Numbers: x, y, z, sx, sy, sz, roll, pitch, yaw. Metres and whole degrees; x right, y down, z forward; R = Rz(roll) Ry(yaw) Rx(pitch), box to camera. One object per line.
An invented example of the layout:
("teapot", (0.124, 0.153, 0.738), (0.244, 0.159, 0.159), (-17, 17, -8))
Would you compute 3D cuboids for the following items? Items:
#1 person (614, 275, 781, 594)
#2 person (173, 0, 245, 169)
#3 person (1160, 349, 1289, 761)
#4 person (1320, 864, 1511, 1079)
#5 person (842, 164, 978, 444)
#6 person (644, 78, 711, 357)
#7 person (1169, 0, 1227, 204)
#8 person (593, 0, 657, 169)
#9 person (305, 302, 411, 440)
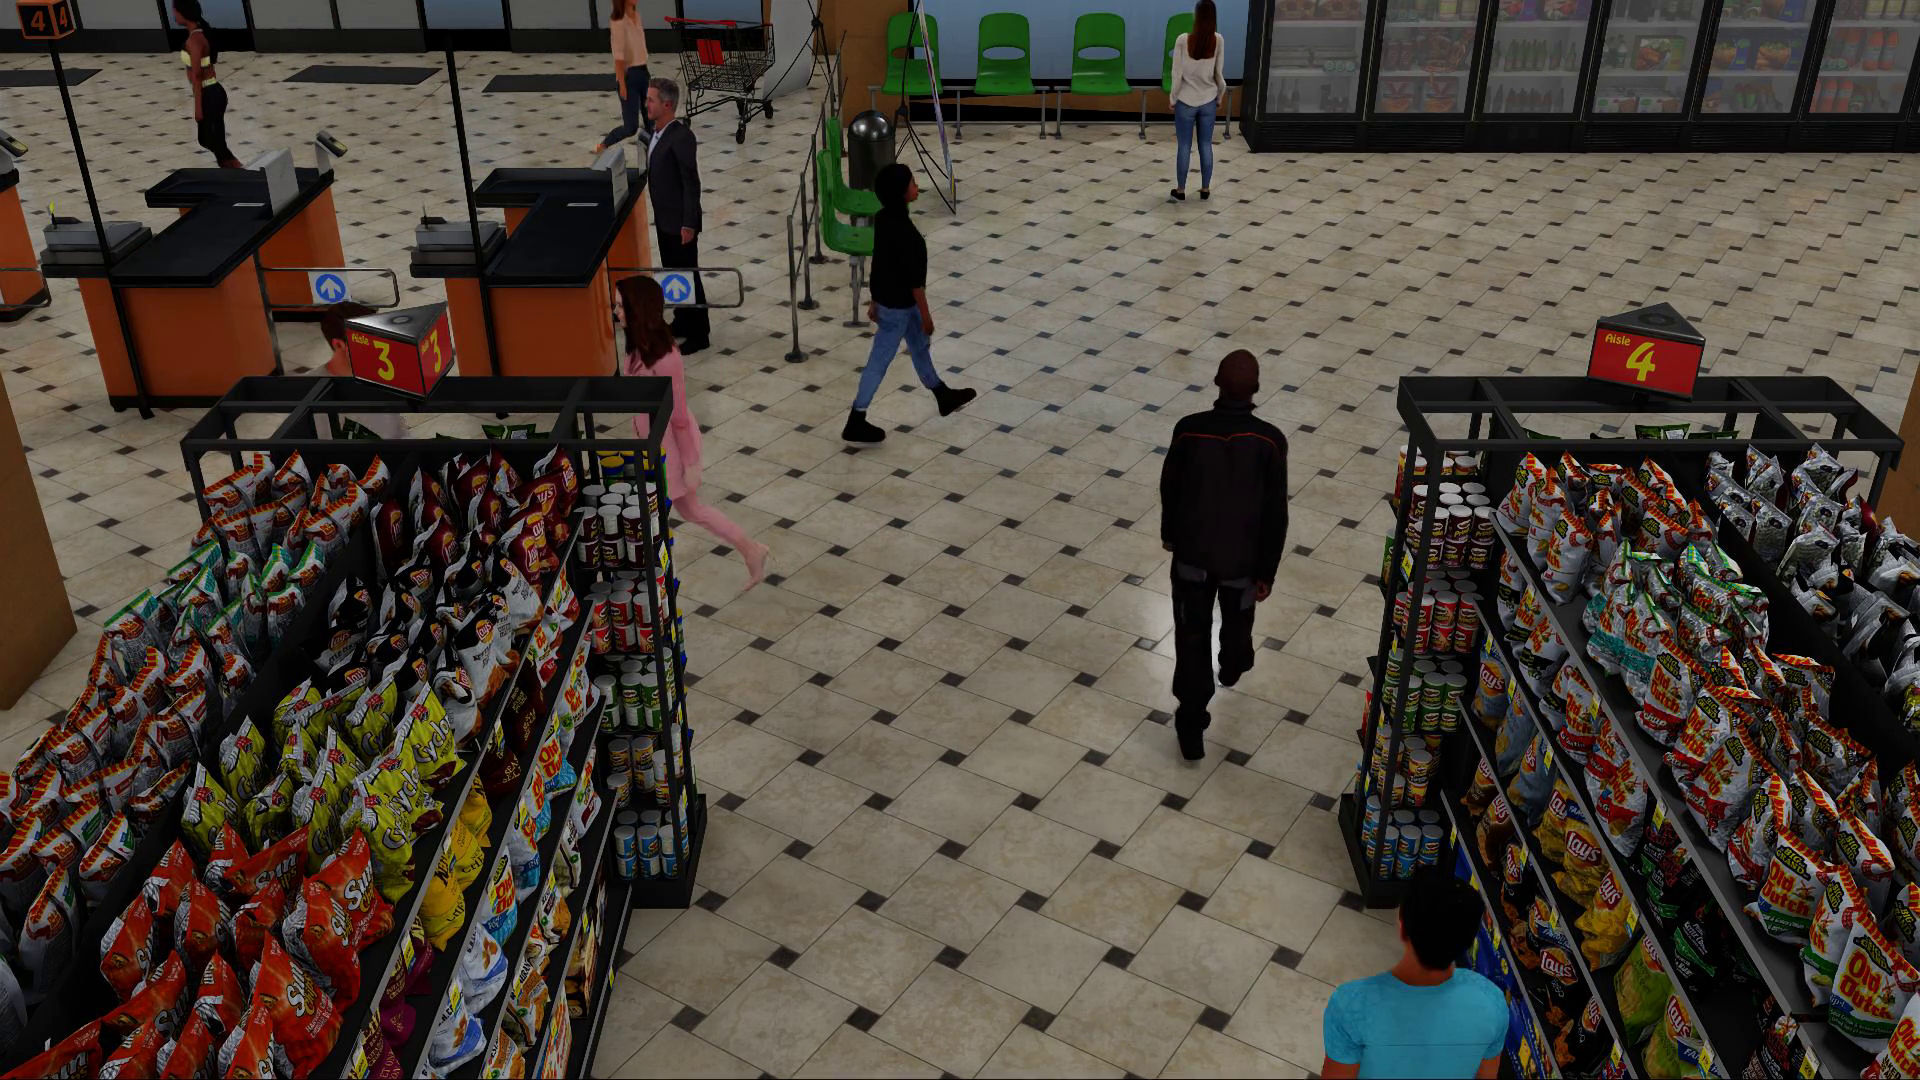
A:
("person", (-1.303, -0.417, 7.971), (0.988, 1.765, 1.113), (-13, 31, -23))
("person", (-6.186, -3.665, 13.941), (0.701, 1.744, 0.653), (-7, 29, -12))
("person", (1.068, 0.104, 6.985), (0.922, 1.794, 1.234), (7, 29, 13))
("person", (1.141, 1.646, 4.235), (0.635, 1.723, 1.167), (0, 29, 1))
("person", (-0.456, -1.336, 9.763), (0.939, 1.659, 1.155), (-11, 30, -19))
("person", (-1.905, -2.167, 11.097), (0.864, 1.840, 0.727), (-16, 32, -26))
("person", (2.003, -3.710, 14.080), (0.633, 1.689, 0.555), (-2, 29, -4))
("person", (-2.918, -3.994, 14.520), (0.943, 1.767, 1.063), (12, 31, 21))
("person", (-2.740, -0.194, 7.476), (1.181, 1.847, 1.276), (-23, 36, -36))
